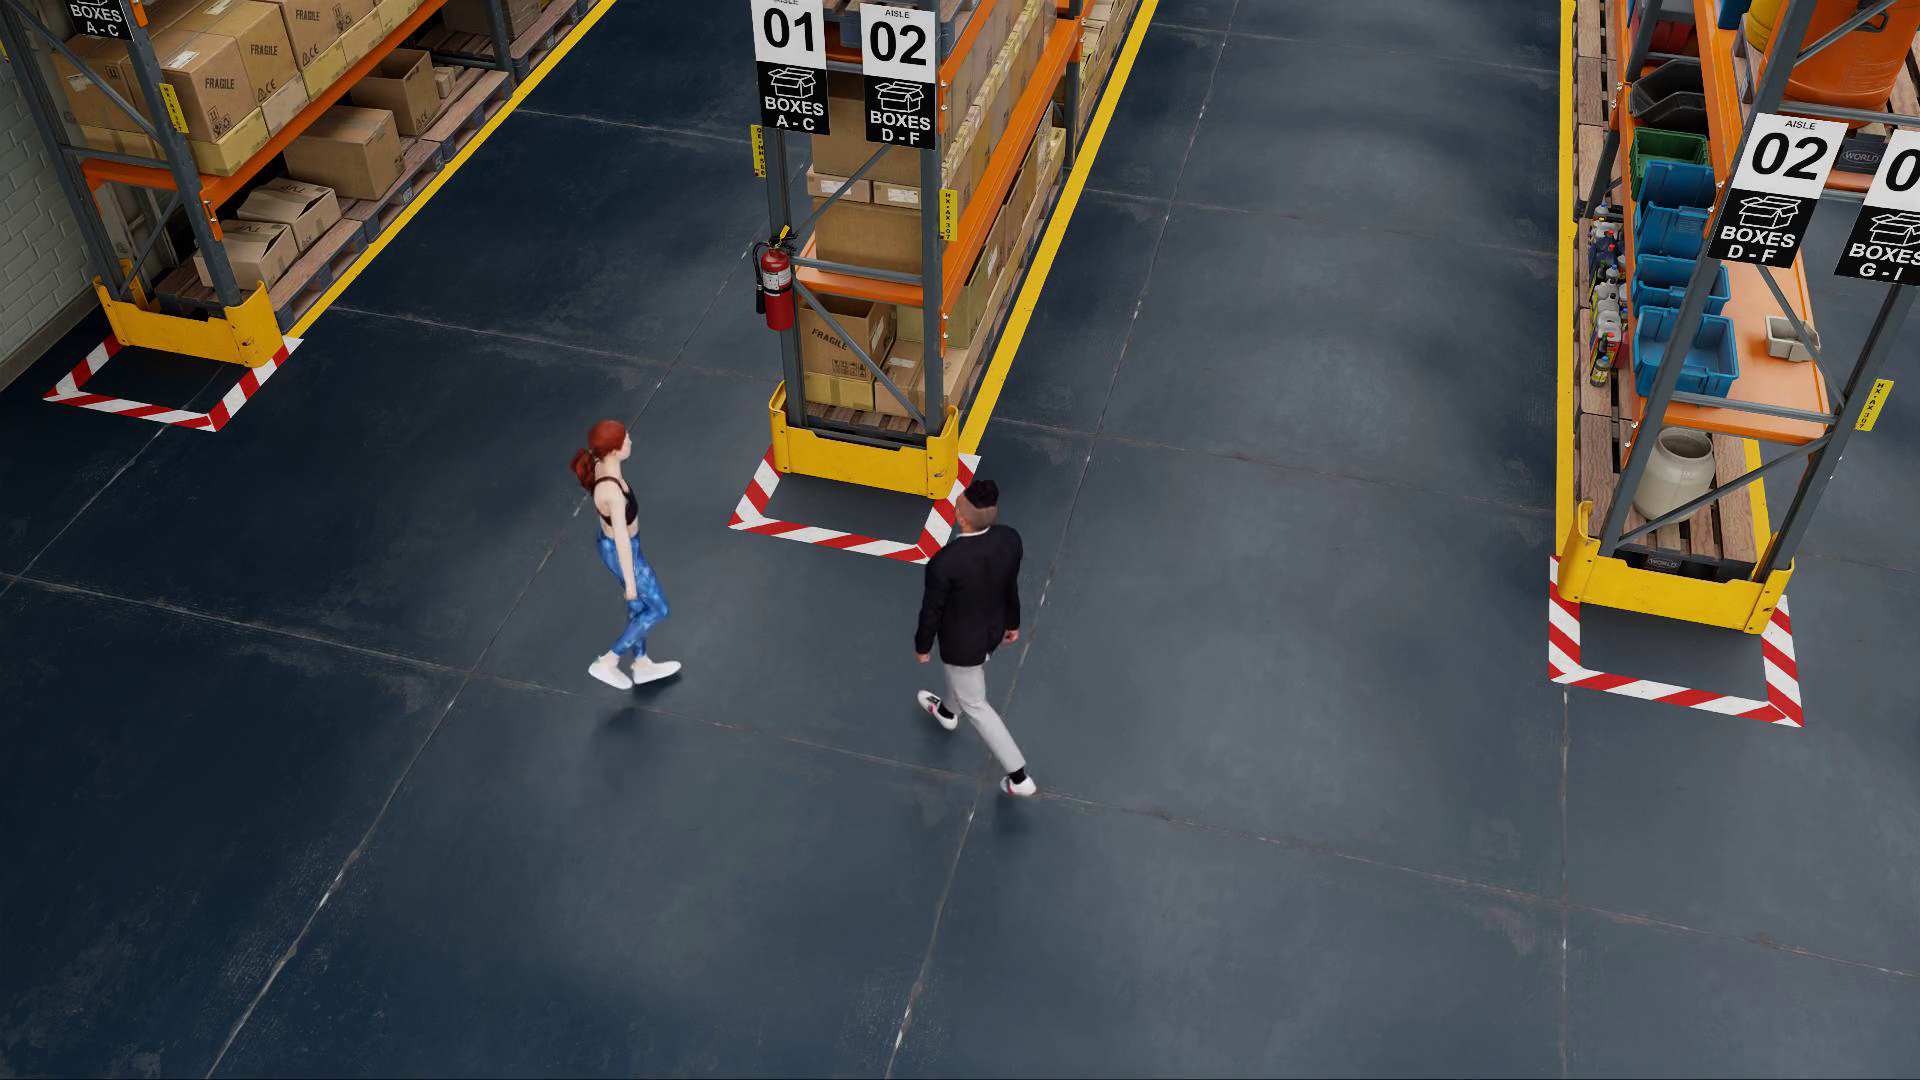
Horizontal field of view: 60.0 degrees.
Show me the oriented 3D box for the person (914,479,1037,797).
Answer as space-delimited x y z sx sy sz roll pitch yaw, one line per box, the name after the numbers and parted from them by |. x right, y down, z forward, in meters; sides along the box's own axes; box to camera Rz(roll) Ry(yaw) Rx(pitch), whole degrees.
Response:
0.114 0.508 8.295 1.276 1.914 1.228 -30 51 -28 | person

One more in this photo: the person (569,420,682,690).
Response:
-1.862 0.141 8.795 0.869 1.769 0.816 -15 45 -16 | person
